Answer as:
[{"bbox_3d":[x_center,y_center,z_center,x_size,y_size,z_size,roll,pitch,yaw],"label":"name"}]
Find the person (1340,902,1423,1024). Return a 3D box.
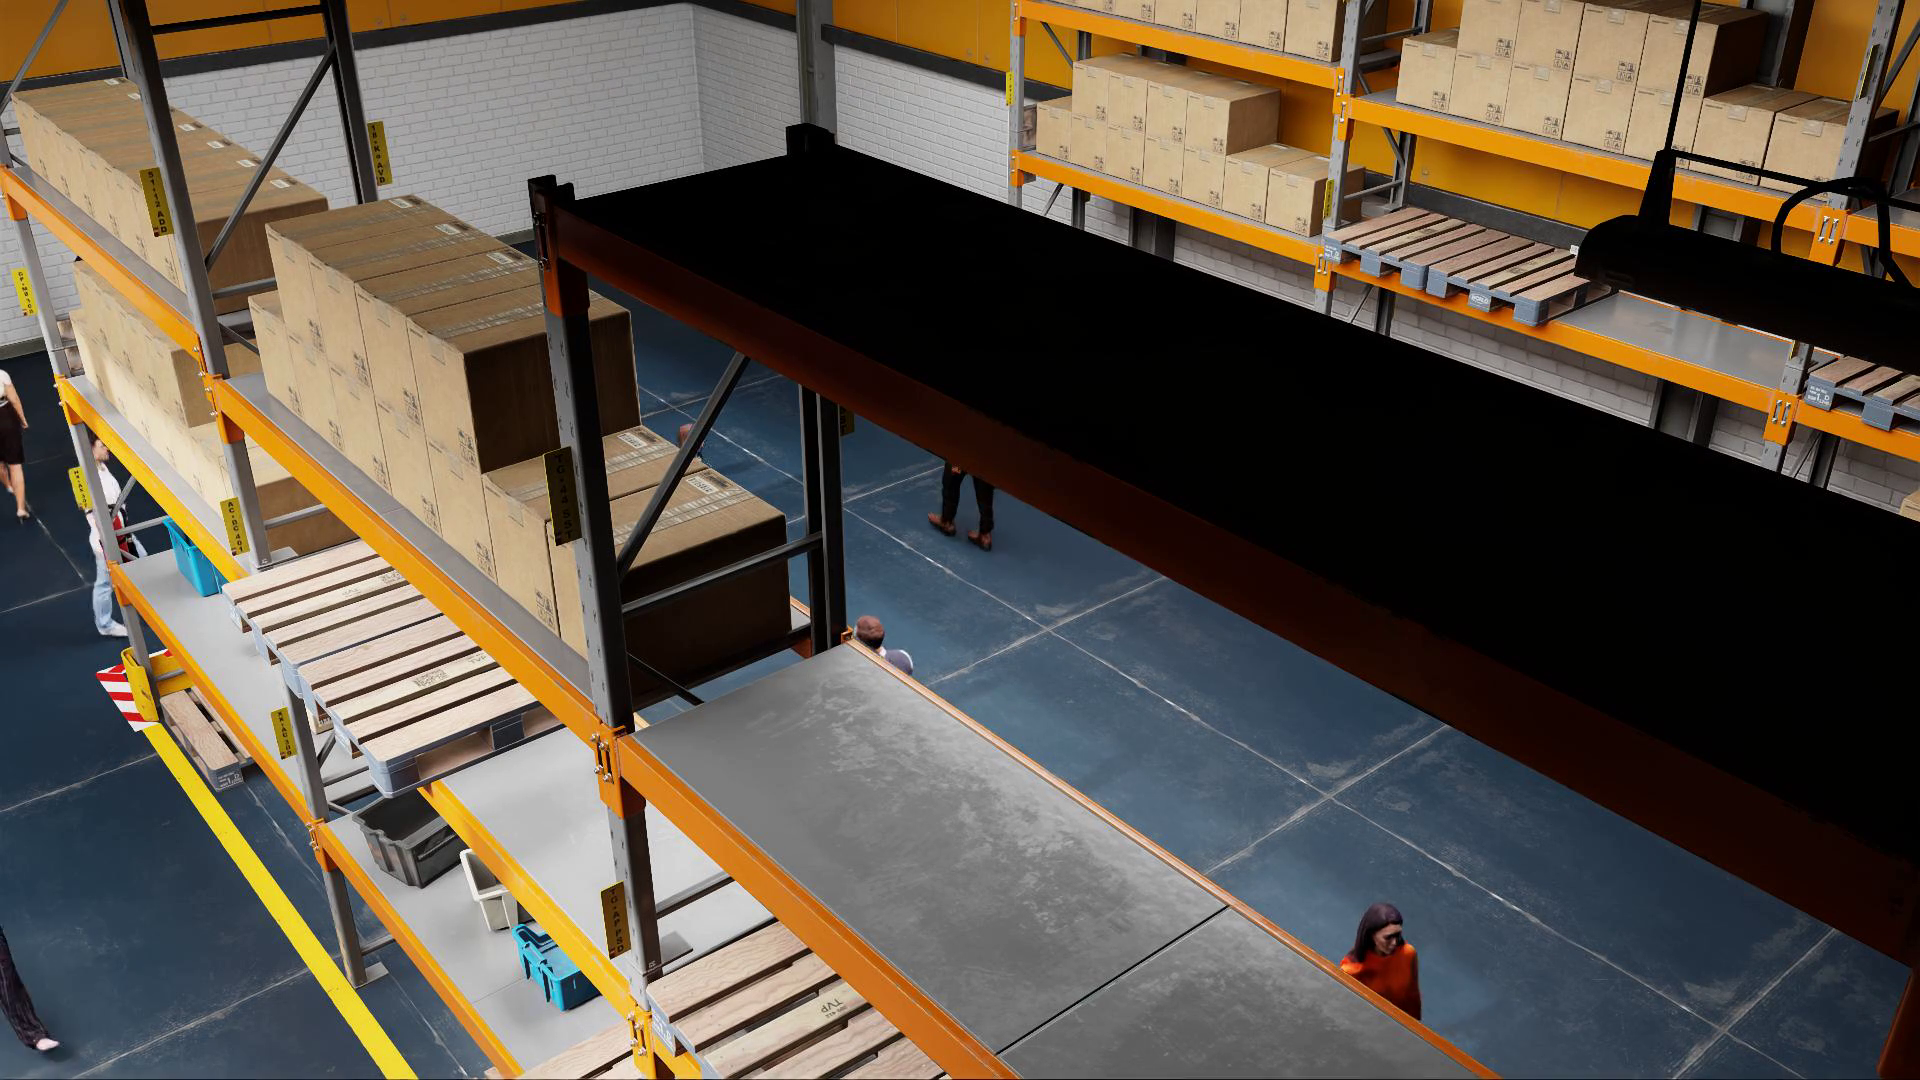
[{"bbox_3d":[2.134,2.587,8.908,0.829,1.706,1.156,-13,31,-22],"label":"person"}]

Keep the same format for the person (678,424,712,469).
[{"bbox_3d":[-2.292,-0.193,14.023,0.951,1.689,0.949,-2,29,-4],"label":"person"}]

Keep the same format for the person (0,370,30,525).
[{"bbox_3d":[-8.896,-0.955,15.394,0.785,1.714,1.123,-14,31,-23],"label":"person"}]

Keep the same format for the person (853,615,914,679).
[{"bbox_3d":[-0.439,1.363,10.936,0.752,1.912,1.032,-17,33,-29],"label":"person"}]
